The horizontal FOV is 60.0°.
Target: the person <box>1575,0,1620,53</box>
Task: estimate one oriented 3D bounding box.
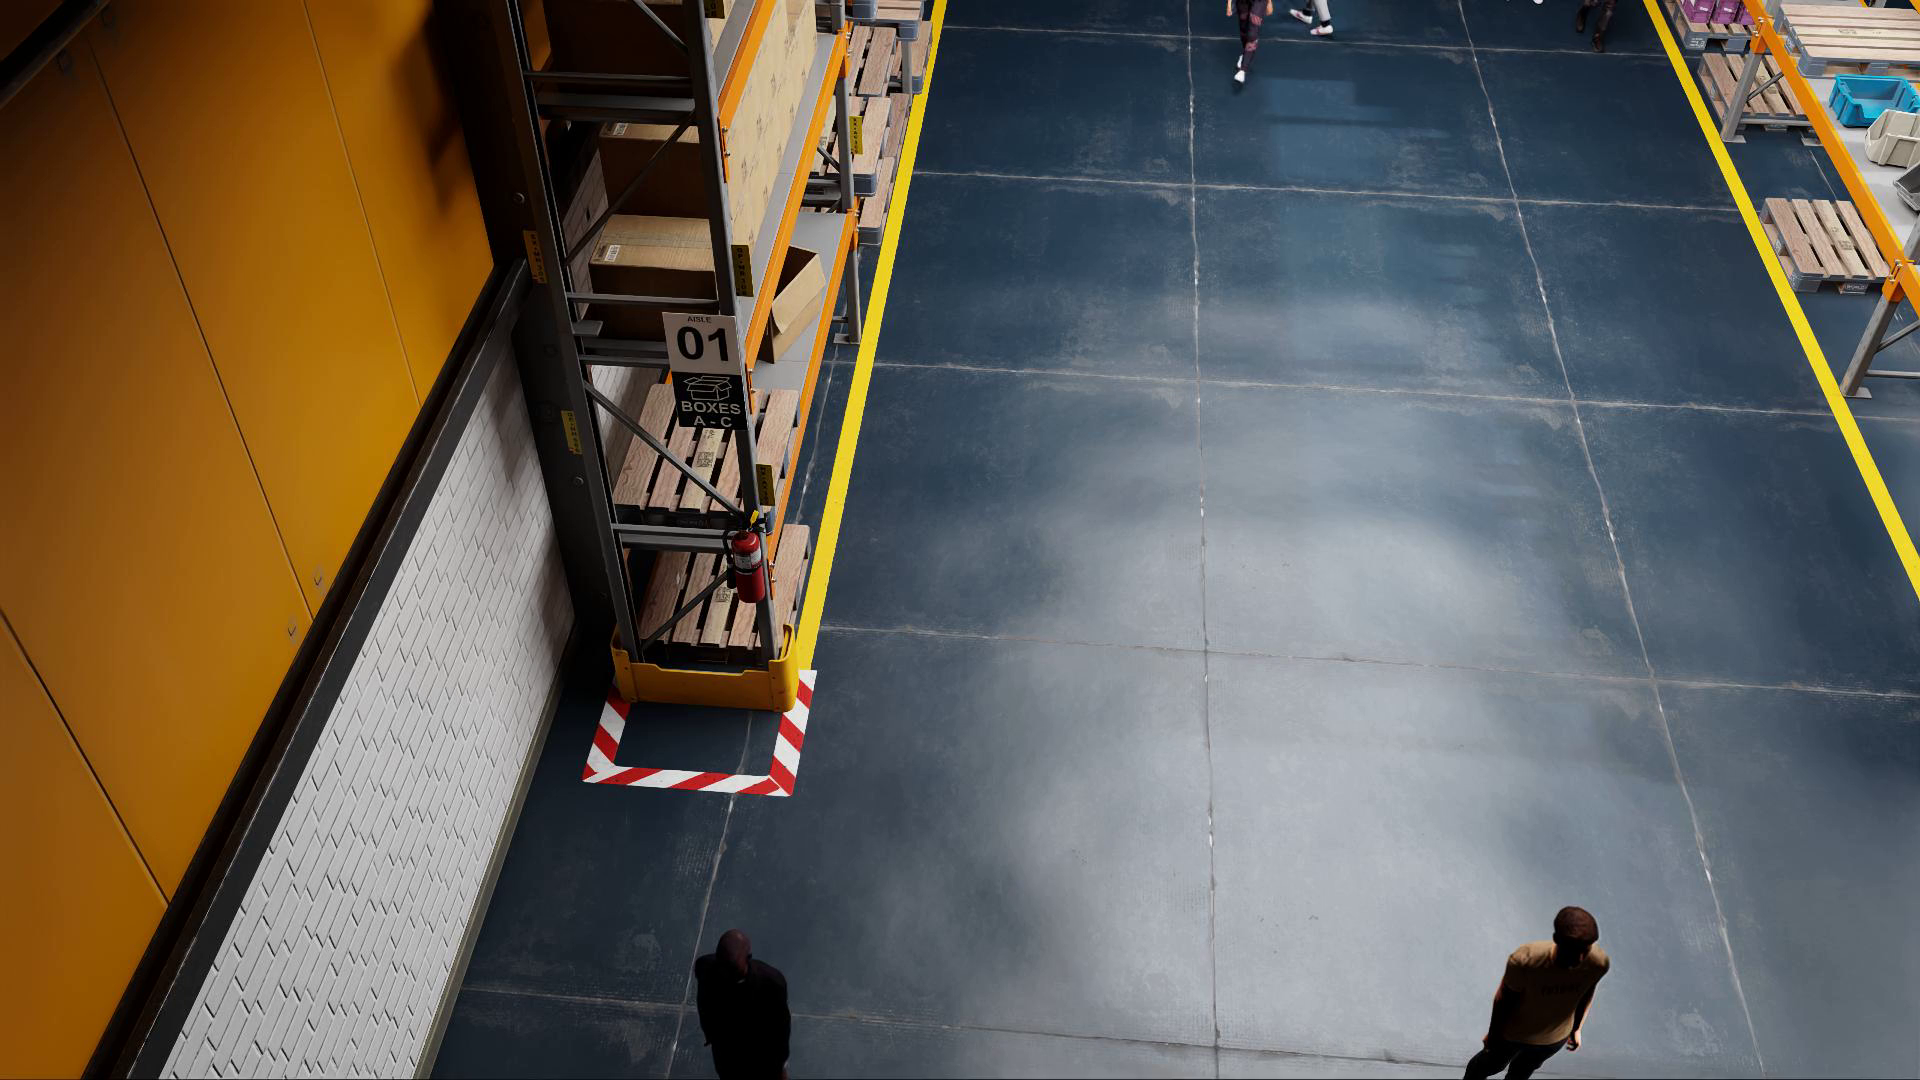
[{"bbox_3d":[6.750,-5.963,17.221,0.650,1.713,0.791,1,44,1],"label":"person"}]

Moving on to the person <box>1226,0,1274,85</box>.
[{"bbox_3d":[2.968,-5.488,16.803,0.845,1.603,1.115,19,47,19],"label":"person"}]

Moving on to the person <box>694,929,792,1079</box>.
[{"bbox_3d":[-1.031,2.464,8.342,0.694,1.760,0.634,10,45,10],"label":"person"}]

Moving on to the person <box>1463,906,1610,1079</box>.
[{"bbox_3d":[2.866,2.414,8.329,0.701,1.851,0.625,-4,44,-4],"label":"person"}]
